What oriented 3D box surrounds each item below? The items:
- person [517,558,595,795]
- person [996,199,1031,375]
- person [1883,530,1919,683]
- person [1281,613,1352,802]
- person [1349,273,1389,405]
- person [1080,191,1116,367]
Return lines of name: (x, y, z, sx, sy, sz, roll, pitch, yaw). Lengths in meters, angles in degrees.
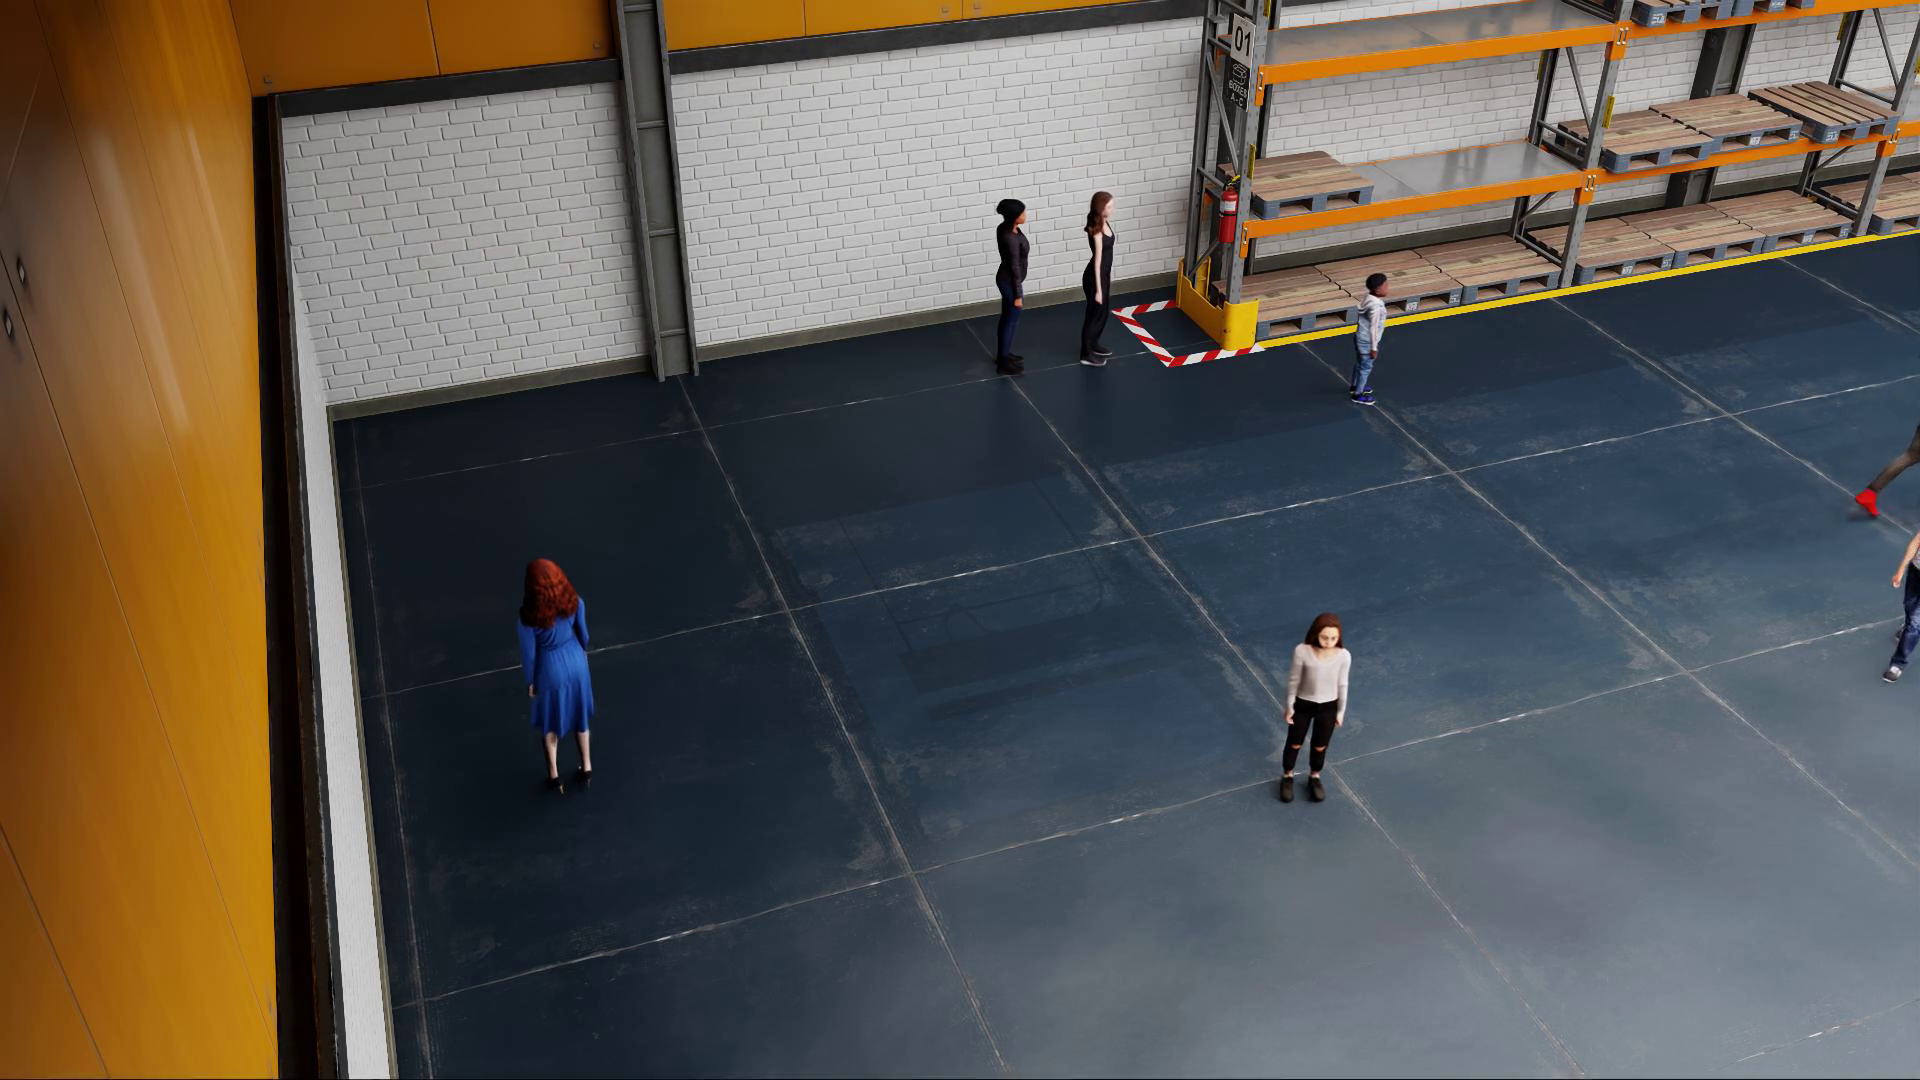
person: (-2.531, 0.899, 10.651, 0.586, 1.826, 0.735, -20, 38, -27)
person: (0.461, -2.392, 15.672, 0.603, 1.748, 0.661, -5, 34, -7)
person: (6.989, 0.211, 11.954, 1.136, 1.529, 0.830, -27, 42, -34)
person: (2.284, 1.059, 10.721, 0.541, 1.480, 0.663, 3, 34, 4)
person: (3.758, -1.879, 15.341, 0.569, 1.261, 0.544, 0, 34, 0)
person: (1.297, -2.500, 15.839, 0.697, 1.742, 0.672, 8, 34, 12)
